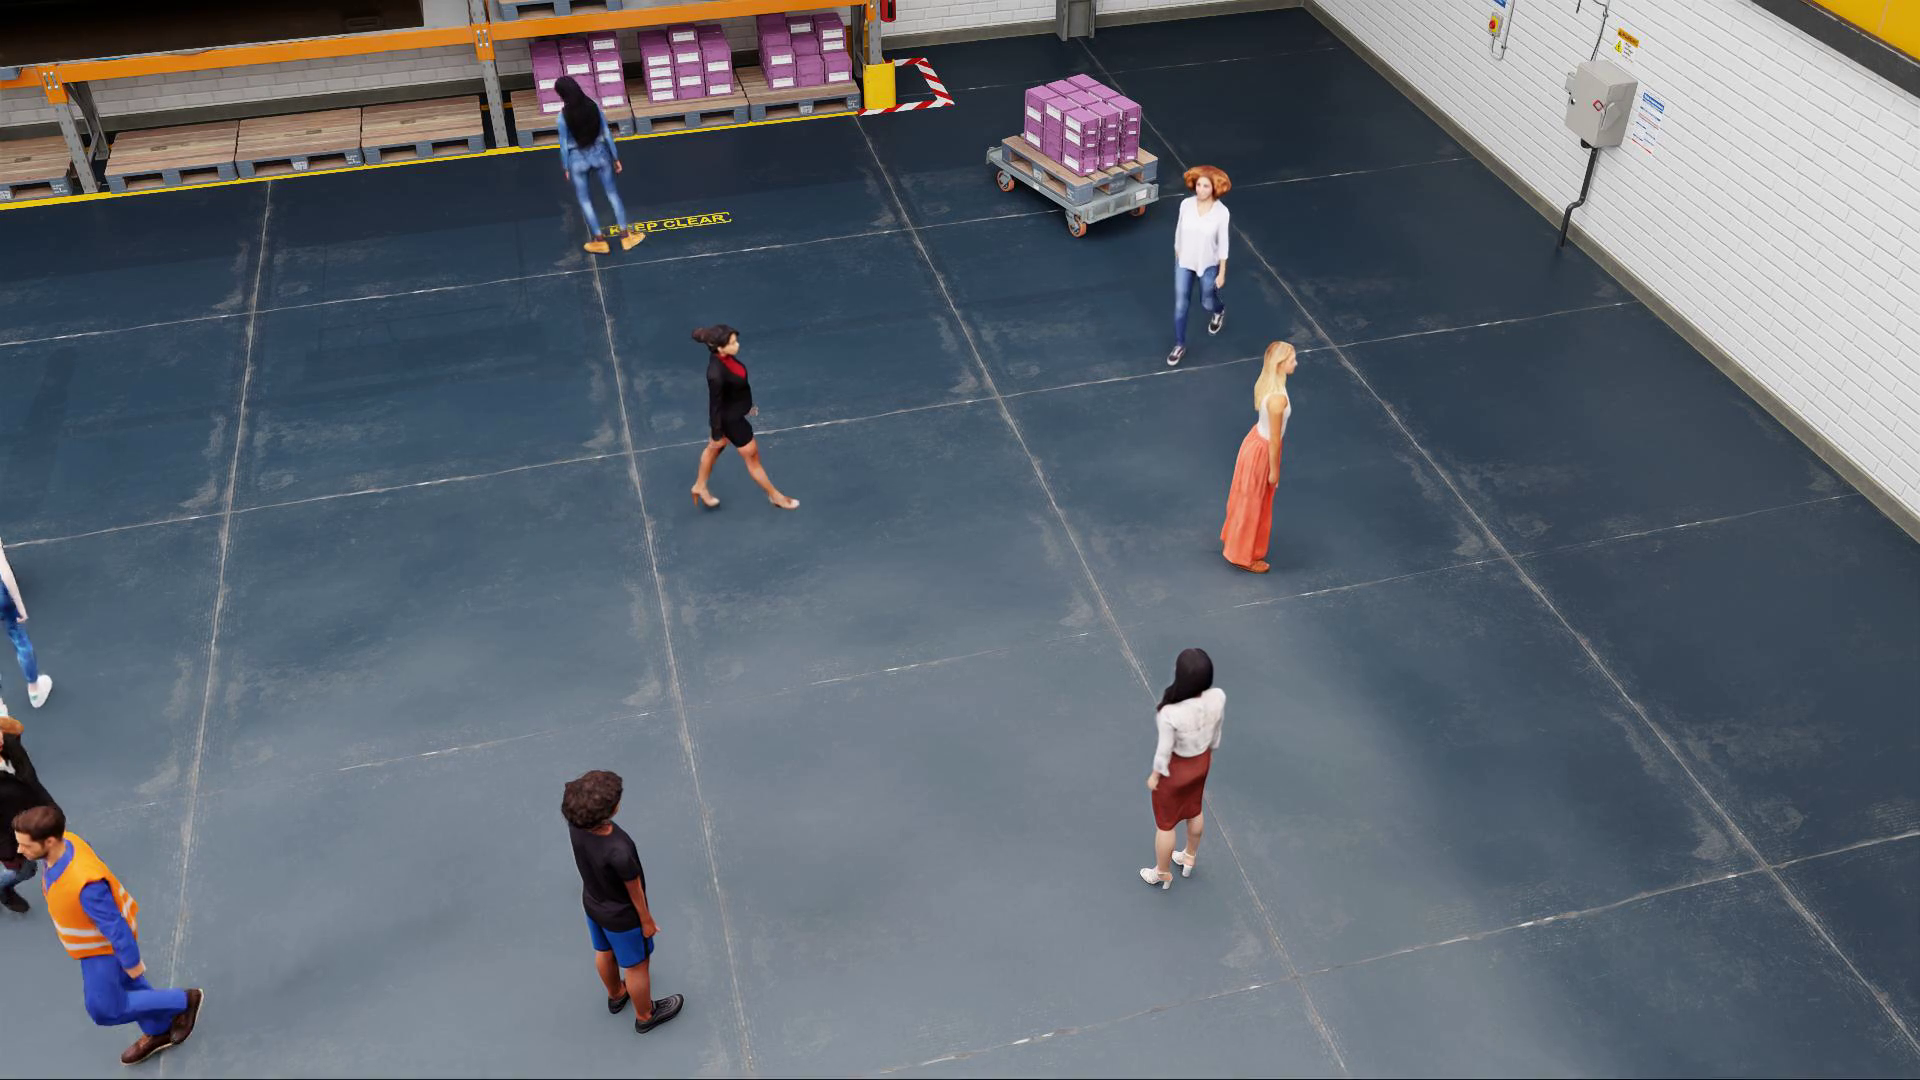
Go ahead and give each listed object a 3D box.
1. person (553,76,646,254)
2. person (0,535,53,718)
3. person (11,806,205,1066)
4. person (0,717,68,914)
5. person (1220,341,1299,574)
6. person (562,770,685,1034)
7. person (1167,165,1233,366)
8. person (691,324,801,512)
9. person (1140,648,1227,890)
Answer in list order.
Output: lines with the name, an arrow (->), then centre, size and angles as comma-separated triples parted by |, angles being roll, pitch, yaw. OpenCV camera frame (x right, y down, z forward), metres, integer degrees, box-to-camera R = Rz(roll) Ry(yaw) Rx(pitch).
person -> -3.292, -3.389, 15.084 | 0.638, 1.689, 0.921 | -13, 40, -15
person -> -5.982, 0.446, 10.225 | 0.847, 1.760, 0.616 | -11, 40, -13
person -> -4.174, 1.938, 8.283 | 0.881, 1.851, 0.931 | 30, 48, 32
person -> -5.134, 1.525, 8.996 | 1.125, 1.608, 0.943 | 10, 40, 12
person -> 2.089, -0.589, 11.487 | 0.695, 1.802, 0.709 | 3, 39, 4
person -> -1.754, 1.840, 8.449 | 0.715, 1.798, 0.751 | 27, 46, 30
person -> 2.012, -2.320, 13.747 | 1.052, 1.686, 1.105 | 19, 42, 22
person -> -1.731, -0.831, 11.956 | 1.069, 1.594, 0.698 | -2, 39, -2
person -> 1.226, 1.276, 9.192 | 0.555, 1.751, 0.714 | -22, 44, -25
